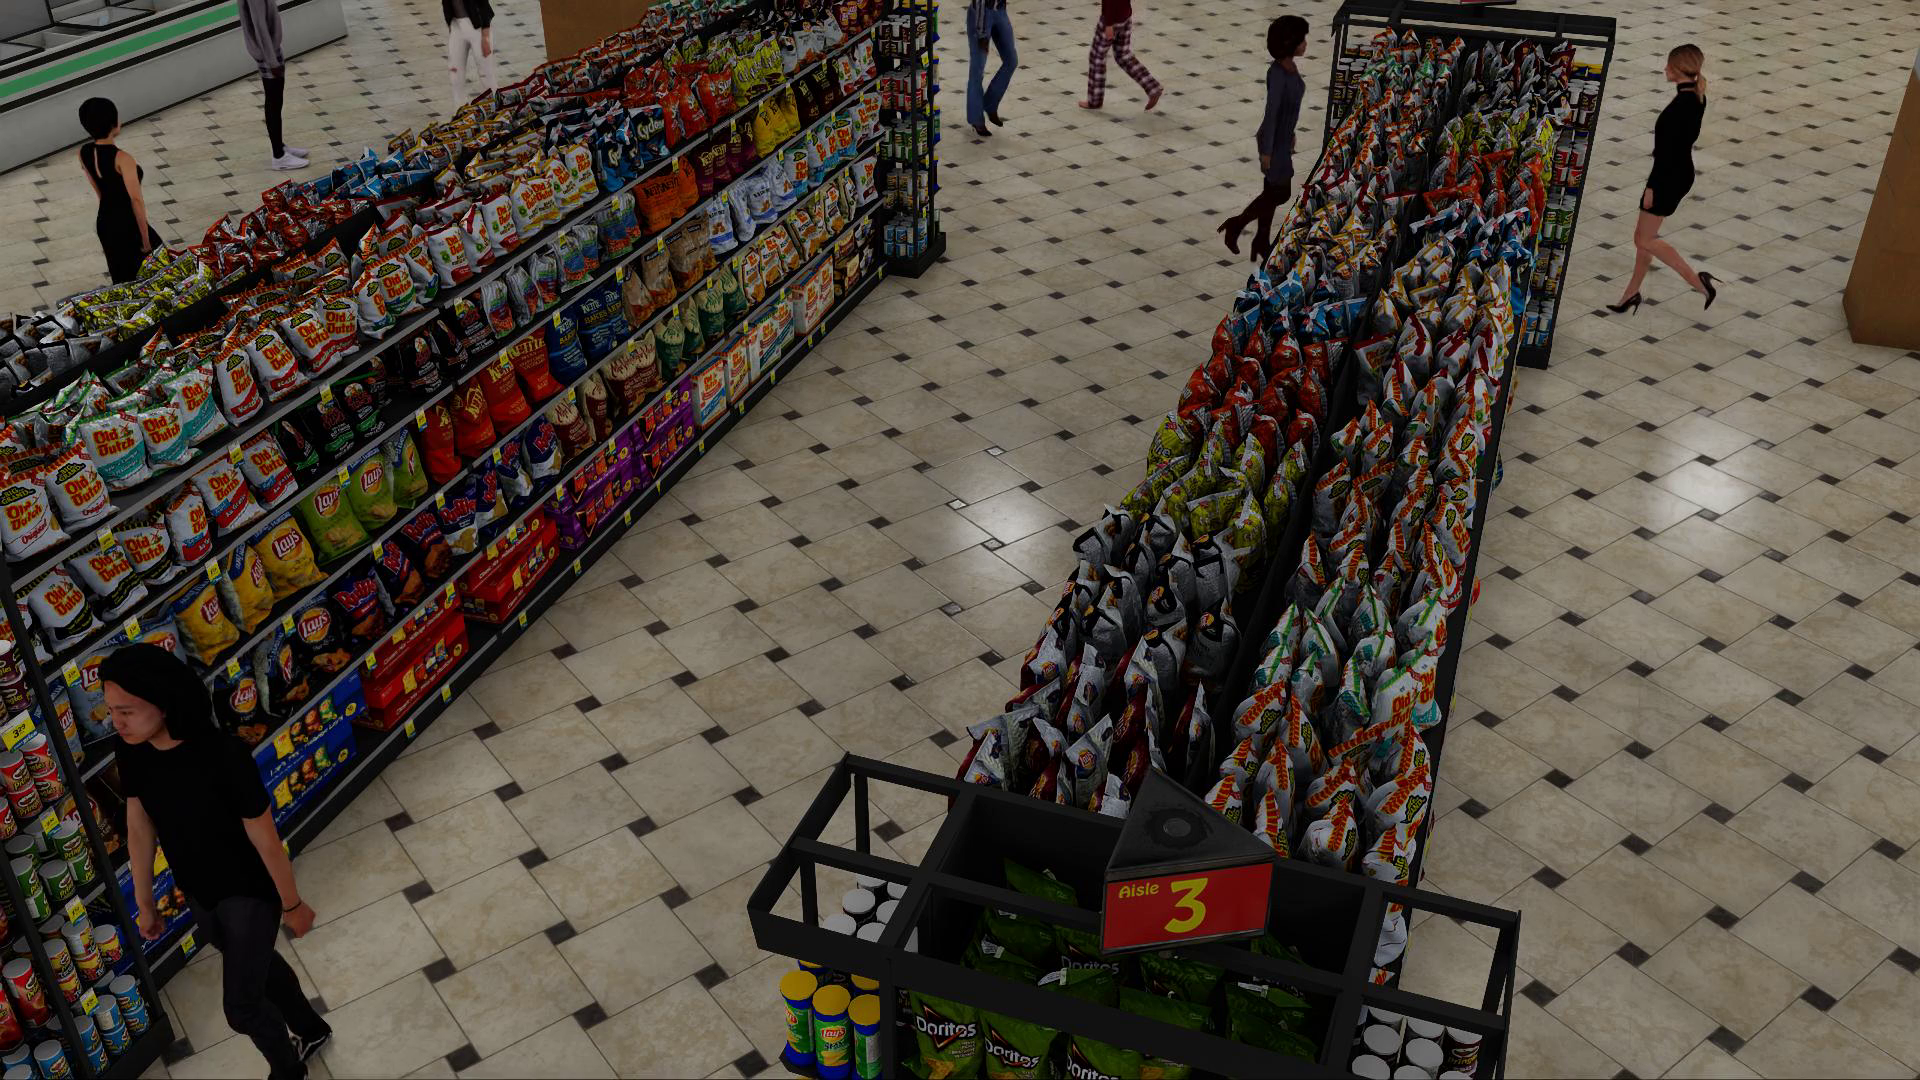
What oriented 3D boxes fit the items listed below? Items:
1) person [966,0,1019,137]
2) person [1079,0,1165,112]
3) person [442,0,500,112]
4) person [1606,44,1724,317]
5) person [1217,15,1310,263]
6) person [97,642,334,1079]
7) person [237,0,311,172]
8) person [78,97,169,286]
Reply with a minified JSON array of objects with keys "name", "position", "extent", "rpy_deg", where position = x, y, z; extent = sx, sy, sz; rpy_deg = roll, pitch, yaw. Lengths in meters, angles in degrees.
[{"name":"person","position":[0.142,-4.204,13.597],"extent":[0.799,1.784,0.688],"rpy_deg":[25,39,34]},{"name":"person","position":[1.391,-4.410,14.030],"extent":[0.785,1.676,0.971],"rpy_deg":[16,35,24]},{"name":"person","position":[-3.946,-4.131,13.570],"extent":[0.615,1.689,0.789],"rpy_deg":[10,33,16]},{"name":"person","position":[4.459,-2.158,10.348],"extent":[0.851,1.744,0.938],"rpy_deg":[21,37,30]},{"name":"person","position":[2.046,-2.665,11.202],"extent":[0.638,1.701,0.641],"rpy_deg":[10,33,16]},{"name":"person","position":[-2.222,1.008,5.190],"extent":[0.644,1.816,0.682],"rpy_deg":[12,34,19]},{"name":"person","position":[-5.414,-3.787,12.941],"extent":[0.739,1.770,0.664],"rpy_deg":[-12,34,-18]},{"name":"person","position":[-5.045,-1.814,9.941],"extent":[0.591,1.589,0.638],"rpy_deg":[8,33,13]}]
